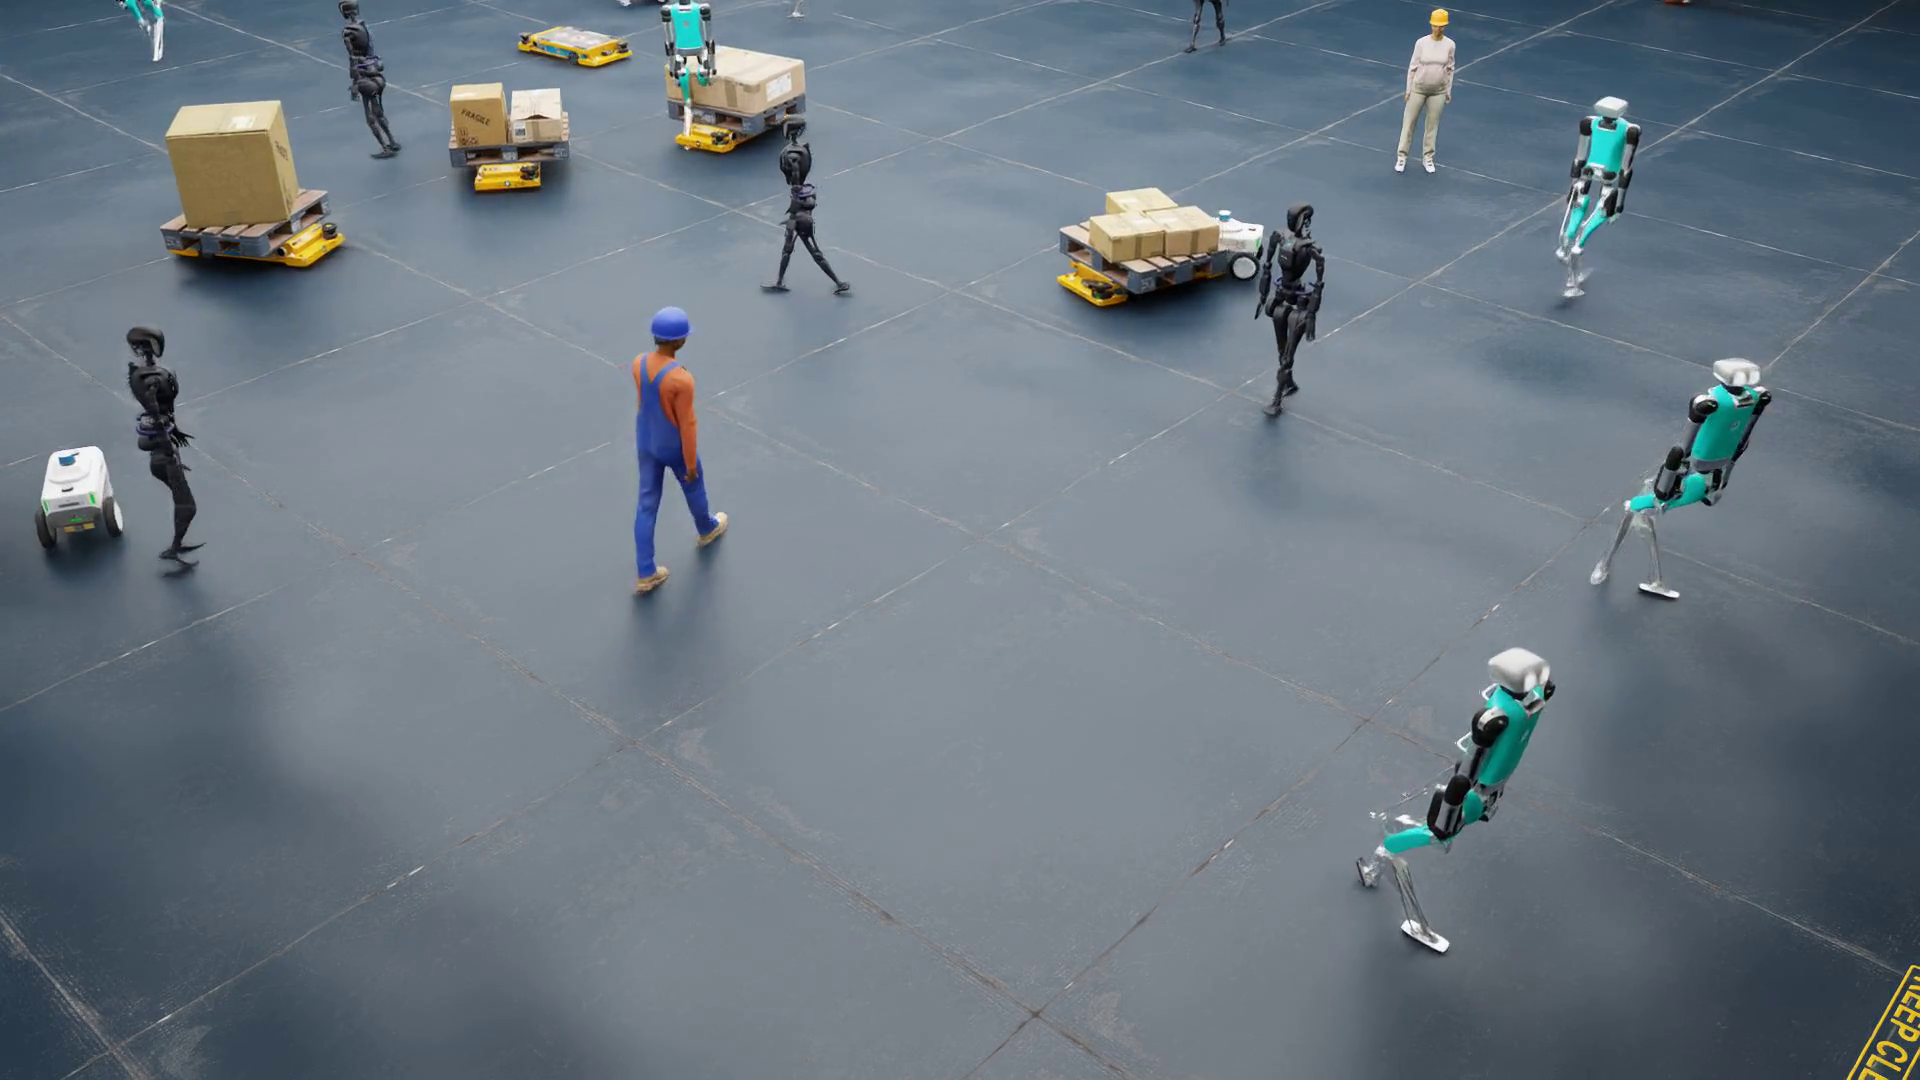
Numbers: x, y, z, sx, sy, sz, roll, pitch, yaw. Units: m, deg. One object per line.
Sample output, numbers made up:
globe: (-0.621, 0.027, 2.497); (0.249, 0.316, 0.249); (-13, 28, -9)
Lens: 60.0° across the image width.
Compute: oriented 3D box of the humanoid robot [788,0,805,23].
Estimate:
humanoid robot: (-2.272, -7.834, 22.475); (0.764, 1.874, 0.543); (9, 33, 15)

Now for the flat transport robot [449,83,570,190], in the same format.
flat transport robot: (-4.748, -4.059, 17.691); (0.659, 0.231, 1.431); (-6, 32, -10)

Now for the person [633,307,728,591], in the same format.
person: (-1.858, -0.624, 10.666); (0.493, 1.851, 1.013); (13, 34, 20)

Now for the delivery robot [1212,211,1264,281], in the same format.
delivery robot: (2.414, -2.724, 15.263); (0.788, 0.587, 0.499); (7, 33, 11)

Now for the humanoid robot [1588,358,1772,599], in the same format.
humanoid robot: (4.447, -0.434, 10.460); (0.589, 1.770, 0.880); (-10, 33, -16)

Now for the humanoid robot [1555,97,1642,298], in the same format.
humanoid robot: (5.399, -2.904, 14.405); (0.544, 1.735, 0.768); (27, 41, 37)

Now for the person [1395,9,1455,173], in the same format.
person: (4.884, -4.679, 17.332); (0.474, 1.698, 0.324); (4, 32, 6)

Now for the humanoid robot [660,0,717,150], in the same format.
humanoid robot: (-2.886, -5.124, 18.031); (0.539, 1.805, 0.727); (-2, 32, -3)

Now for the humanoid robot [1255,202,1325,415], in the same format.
humanoid robot: (2.491, -1.784, 12.705); (0.656, 1.636, 0.591); (-25, 40, -34)

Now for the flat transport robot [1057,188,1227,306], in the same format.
flat transport robot: (1.655, -2.447, 15.094); (1.431, 0.231, 0.659); (-19, 36, -27)

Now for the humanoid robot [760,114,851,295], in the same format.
humanoid robot: (-1.383, -2.908, 14.566); (0.816, 1.642, 0.600); (-1, 32, -2)

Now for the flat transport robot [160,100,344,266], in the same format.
flat transport robot: (-6.663, -2.833, 15.715); (1.431, 0.231, 0.659); (7, 33, 11)

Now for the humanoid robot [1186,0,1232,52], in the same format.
humanoid robot: (3.212, -7.143, 21.368); (0.595, 1.623, 0.786); (23, 39, 32)

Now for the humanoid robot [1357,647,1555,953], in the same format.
humanoid robot: (2.222, 1.194, 7.914); (0.555, 1.852, 0.872); (-27, 41, -36)

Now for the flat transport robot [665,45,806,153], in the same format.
flat transport robot: (-2.505, -4.684, 18.697); (0.659, 0.231, 1.431); (17, 36, 26)

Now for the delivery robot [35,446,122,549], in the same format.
delivery robot: (-6.057, -0.317, 11.409); (0.499, 0.611, 0.814); (-11, 33, -17)

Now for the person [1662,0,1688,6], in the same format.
person: (10.125, -8.359, 23.159); (0.469, 1.811, 0.502); (22, 38, 31)

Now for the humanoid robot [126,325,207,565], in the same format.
humanoid robot: (-5.187, -0.634, 10.847); (0.348, 1.646, 0.602); (-12, 34, -19)

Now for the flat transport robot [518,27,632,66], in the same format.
flat transport robot: (-4.956, -6.352, 21.382); (1.431, 0.231, 0.659); (21, 38, 30)

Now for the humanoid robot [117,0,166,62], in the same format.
humanoid robot: (-10.267, -6.820, 20.858); (0.551, 1.900, 0.745); (-3, 32, -5)

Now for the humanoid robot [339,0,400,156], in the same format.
humanoid robot: (-6.342, -4.982, 17.845); (0.382, 1.631, 0.589); (3, 32, 5)

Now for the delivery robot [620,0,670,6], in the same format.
delivery robot: (-4.511, -7.915, 23.615); (0.757, 0.580, 0.499); (-11, 33, -17)
